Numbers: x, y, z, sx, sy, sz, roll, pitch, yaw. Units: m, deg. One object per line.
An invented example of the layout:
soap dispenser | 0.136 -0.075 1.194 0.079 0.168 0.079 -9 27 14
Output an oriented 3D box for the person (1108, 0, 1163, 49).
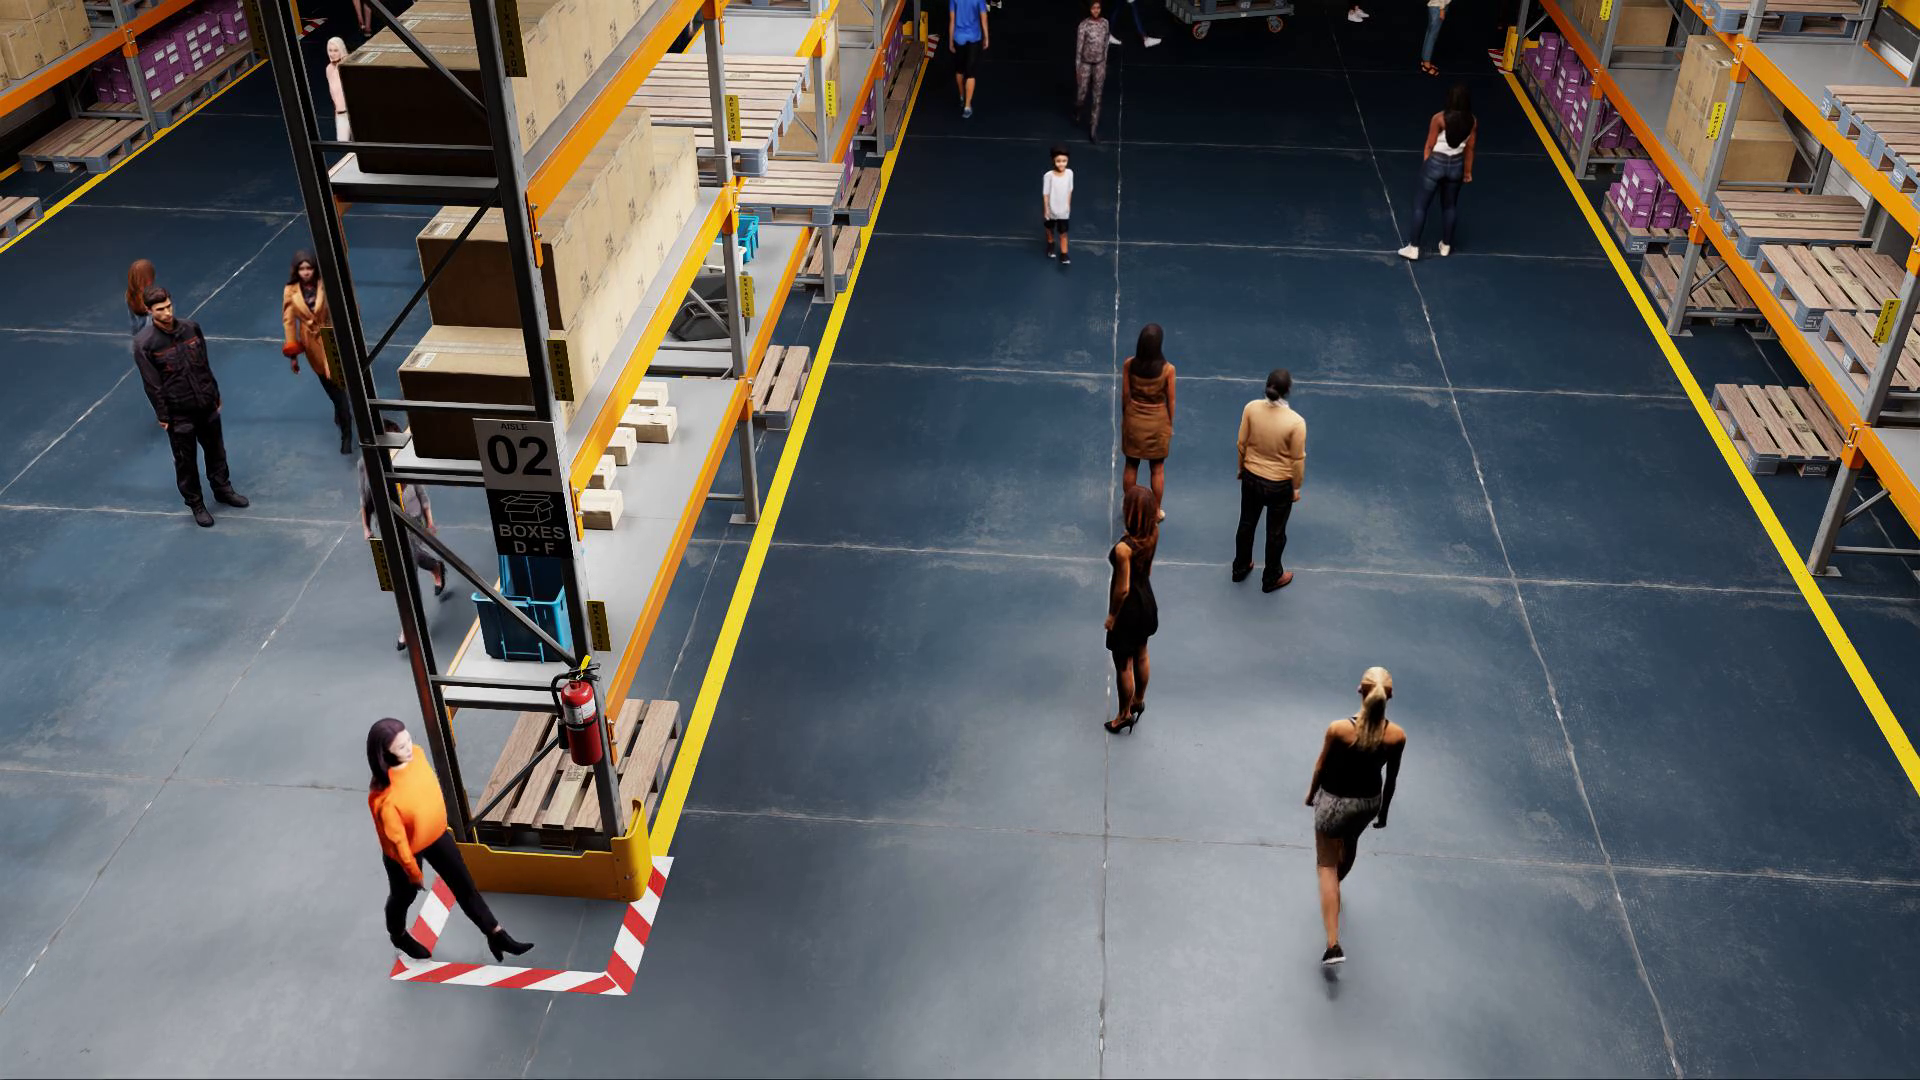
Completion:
person | 2.225 -7.604 22.730 0.911 1.736 1.113 12 35 17

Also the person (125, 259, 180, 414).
person | -6.778 -1.637 13.995 0.573 1.467 0.561 2 34 2

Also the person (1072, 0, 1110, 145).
person | 1.536 -5.625 19.795 0.827 1.689 1.145 -8 34 -12

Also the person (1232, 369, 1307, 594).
person | 2.211 -0.434 11.927 0.755 1.753 0.760 22 39 29

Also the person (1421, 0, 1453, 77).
person | 6.283 -7.000 21.873 0.696 1.678 0.513 7 34 10

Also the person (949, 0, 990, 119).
person | 0.085 -6.083 20.350 0.663 1.838 1.049 5 34 7

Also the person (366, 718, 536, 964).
person | -2.979 1.633 8.856 0.818 1.710 1.057 8 34 12

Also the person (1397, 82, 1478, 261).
person | 4.917 -3.730 16.847 0.885 1.797 0.801 -2 34 -2

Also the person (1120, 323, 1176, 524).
person | 1.415 -0.868 12.638 0.607 1.690 0.582 11 35 16

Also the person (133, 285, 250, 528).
person | -5.902 -1.059 12.694 0.855 1.945 0.718 20 38 27

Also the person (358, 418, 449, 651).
person | -3.848 -0.135 11.582 0.697 1.637 1.120 6 34 9

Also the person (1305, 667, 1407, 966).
person | 2.107 1.476 8.993 0.652 1.820 1.142 1 34 1

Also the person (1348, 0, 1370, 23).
person | 5.803 -8.351 23.882 0.738 1.705 0.606 20 39 27

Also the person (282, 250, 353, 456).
person | -5.277 -1.600 13.757 0.943 1.670 1.282 -7 34 -10

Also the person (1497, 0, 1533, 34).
person | 7.891 -8.054 23.343 0.846 1.808 0.741 -18 38 -25

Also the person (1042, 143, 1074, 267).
person | 0.965 -3.430 16.913 0.610 1.223 0.902 -5 34 -7

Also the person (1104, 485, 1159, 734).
person | 1.086 0.451 10.521 0.722 1.835 0.621 22 39 29
